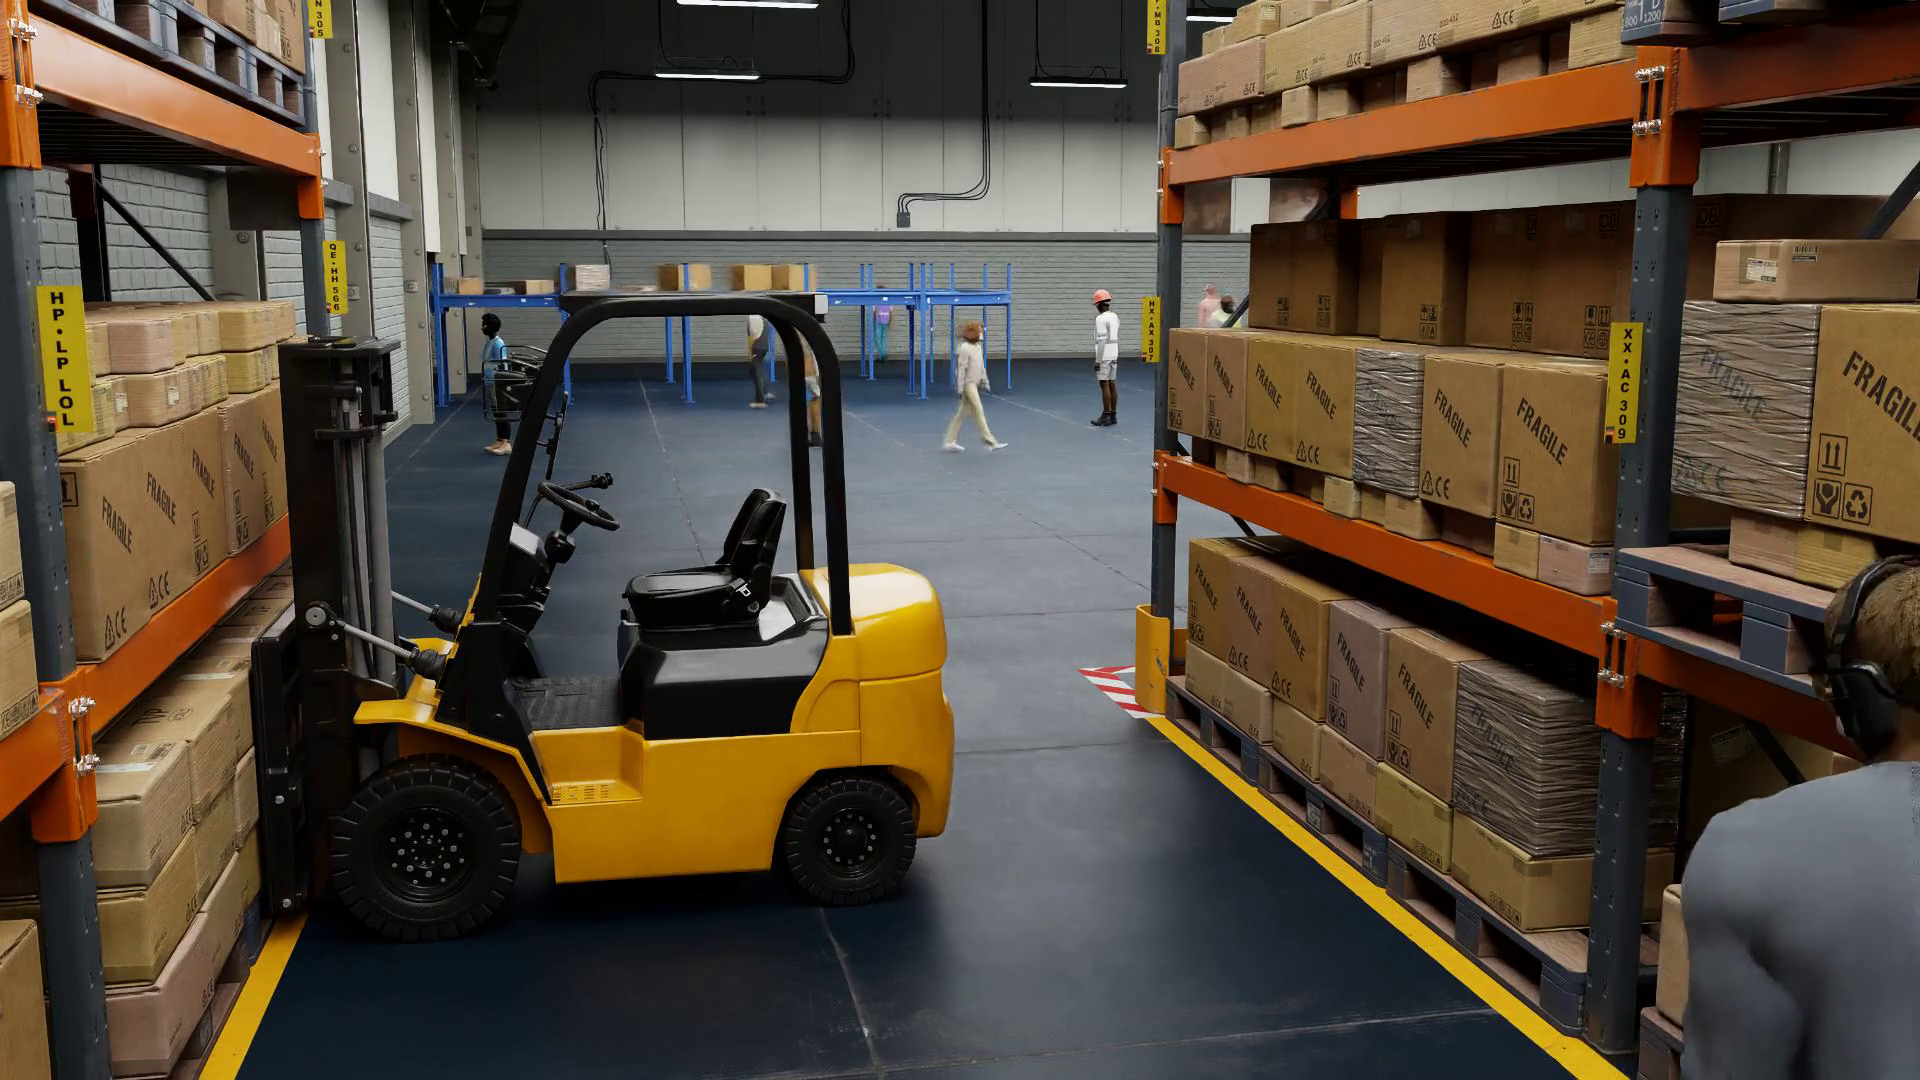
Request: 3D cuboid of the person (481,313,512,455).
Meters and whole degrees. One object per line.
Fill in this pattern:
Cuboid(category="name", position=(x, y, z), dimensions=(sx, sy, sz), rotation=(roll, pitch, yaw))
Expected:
Cuboid(category="person", position=(-5.605, -1.884, 20.072), dimensions=(0.320, 1.695, 0.537), rotation=(-5, 11, -28))

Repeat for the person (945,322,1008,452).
Cuboid(category="person", position=(0.187, -1.860, 20.250), dimensions=(0.871, 1.578, 0.524), rotation=(4, 10, 21))

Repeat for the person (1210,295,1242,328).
Cuboid(category="person", position=(4.384, -3.132, 27.381), dimensions=(0.657, 1.801, 0.487), rotation=(-4, 10, -25))

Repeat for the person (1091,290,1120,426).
Cuboid(category="person", position=(2.065, -2.618, 23.814), dimensions=(0.378, 1.938, 0.547), rotation=(6, 11, 30))

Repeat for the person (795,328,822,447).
Cuboid(category="person", position=(-1.933, -2.115, 20.780), dimensions=(0.590, 1.927, 0.396), rotation=(7, 12, 37))

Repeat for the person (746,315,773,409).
Cuboid(category="person", position=(-3.261, -3.017, 26.570), dimensions=(0.406, 1.829, 0.547), rotation=(3, 10, 19))

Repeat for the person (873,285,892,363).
Cuboid(category="person", position=(-1.876, -5.138, 39.519), dimensions=(0.583, 1.853, 0.515), rotation=(-6, 11, -33))

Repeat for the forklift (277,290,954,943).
Cuboid(category="forklift", position=(-1.179, 0.175, 6.143), dimensions=(2.313, 2.155, 1.214), rotation=(-2, 10, -12))

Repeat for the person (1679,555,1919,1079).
Cuboid(category="person", position=(1.268, 0.960, 2.206), dimensions=(0.642, 1.871, 1.027), rotation=(4, 10, 24))

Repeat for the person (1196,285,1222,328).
Cuboid(category="person", position=(5.160, -4.342, 34.471), dimensions=(0.658, 1.894, 0.511), rotation=(-7, 12, -36))
